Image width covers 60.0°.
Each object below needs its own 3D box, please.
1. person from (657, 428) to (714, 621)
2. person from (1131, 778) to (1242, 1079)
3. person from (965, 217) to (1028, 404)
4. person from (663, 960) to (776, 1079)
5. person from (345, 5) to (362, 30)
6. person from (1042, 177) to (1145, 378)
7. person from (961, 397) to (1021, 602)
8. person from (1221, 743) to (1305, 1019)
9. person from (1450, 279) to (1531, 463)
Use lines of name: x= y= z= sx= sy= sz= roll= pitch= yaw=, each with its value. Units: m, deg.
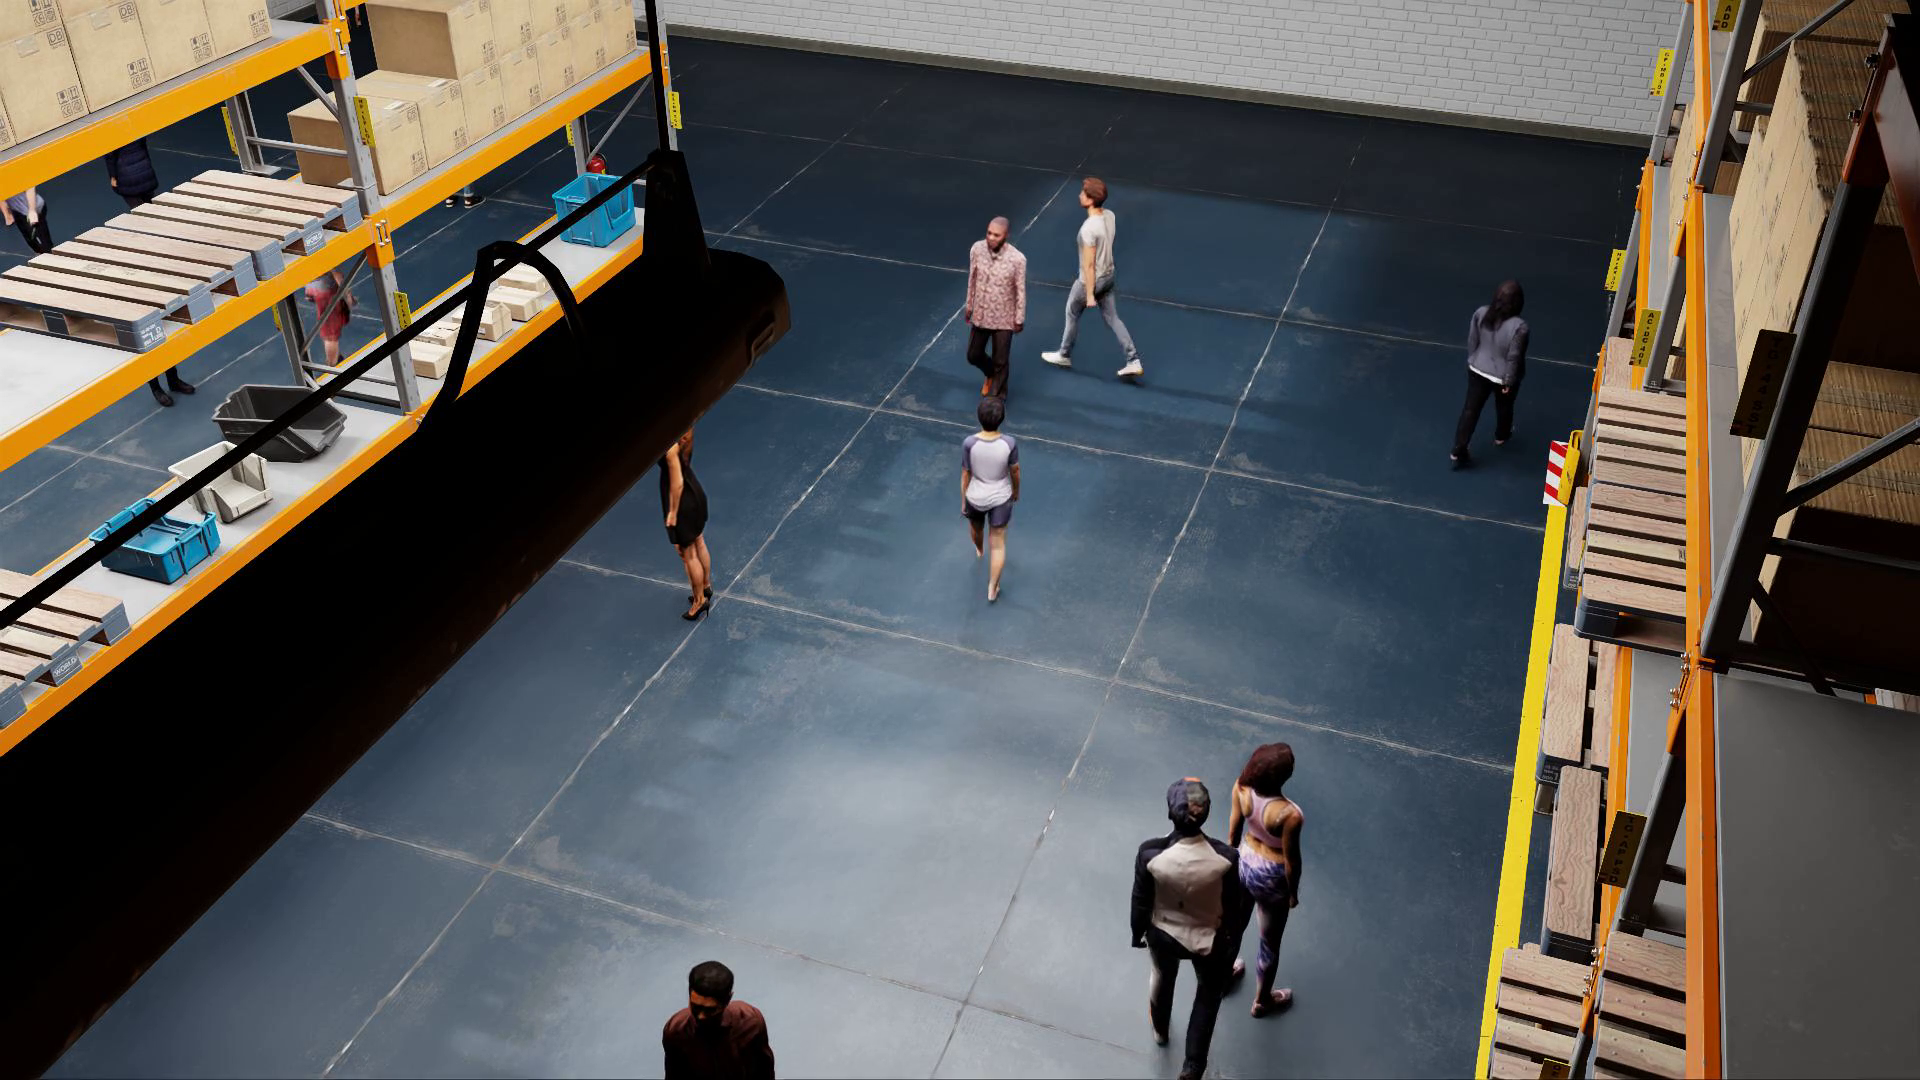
person: x=-1.937 y=-0.243 z=11.643 sx=0.685 sy=1.834 sz=0.536 roll=4 pitch=34 yaw=6
person: x=1.129 y=1.992 z=8.244 sx=0.790 sy=1.876 sz=1.048 roll=6 pitch=34 yaw=9
person: x=0.324 y=-1.961 z=14.264 sx=0.744 sy=1.794 sz=0.798 roll=15 pitch=36 yaw=21
person: x=-1.077 y=2.532 z=7.520 sx=0.712 sy=1.778 sz=0.710 roll=-8 pitch=34 yaw=-11
person: x=-8.840 y=-8.205 z=23.657 sx=0.604 sy=1.795 sz=0.702 roll=-21 pitch=39 yaw=-28
person: x=1.281 y=-2.254 z=14.653 sx=0.935 sy=1.852 sz=1.246 roll=21 pitch=39 yaw=29
person: x=0.207 y=-0.266 z=11.959 sx=0.752 sy=1.524 sz=1.048 roll=2 pitch=34 yaw=3
person: x=1.576 y=1.759 z=8.691 sx=0.668 sy=1.768 sz=0.658 roll=29 pitch=43 yaw=36
person: x=4.305 y=-1.332 z=13.533 sx=0.954 sy=1.557 sz=1.170 roll=28 pitch=43 yaw=35
